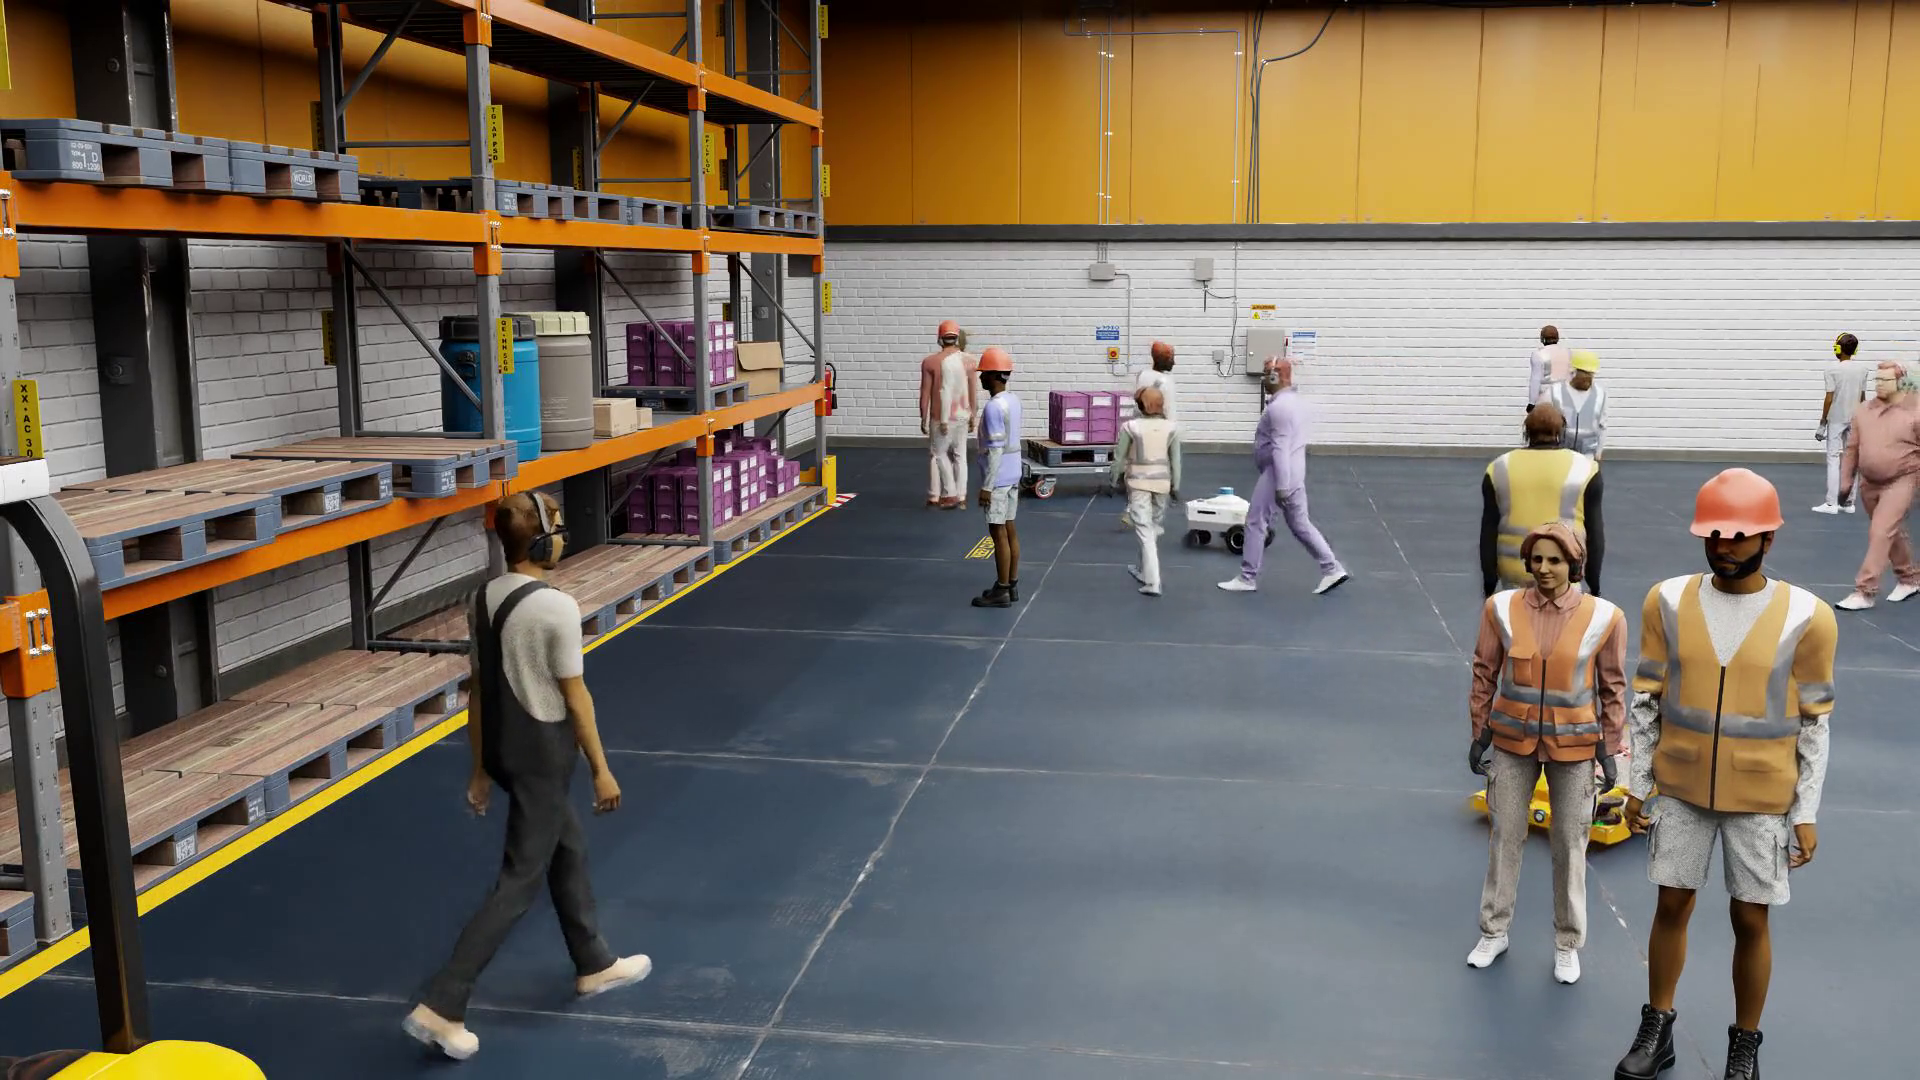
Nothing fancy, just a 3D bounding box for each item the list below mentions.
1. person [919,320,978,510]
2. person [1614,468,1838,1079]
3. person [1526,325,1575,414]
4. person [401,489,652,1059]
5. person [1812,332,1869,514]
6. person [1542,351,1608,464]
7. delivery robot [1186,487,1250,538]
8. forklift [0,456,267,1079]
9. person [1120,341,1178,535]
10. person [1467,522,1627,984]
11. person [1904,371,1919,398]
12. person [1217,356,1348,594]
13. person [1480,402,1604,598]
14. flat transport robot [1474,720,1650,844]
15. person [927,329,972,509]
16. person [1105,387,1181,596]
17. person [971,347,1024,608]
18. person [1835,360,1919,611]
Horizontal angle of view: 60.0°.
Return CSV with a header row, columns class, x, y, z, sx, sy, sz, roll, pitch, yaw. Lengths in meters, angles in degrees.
class,x,y,z,sx,sy,sz,roll,pitch,yaw
person,-0.123,-1.303,17.466,0.622,1.986,0.412,-2,9,-10
person,2.270,0.746,4.967,0.552,1.935,0.373,7,11,35
person,7.224,-1.715,20.456,0.621,1.840,0.430,-4,10,-23
person,-1.448,0.739,5.435,0.511,1.814,0.955,9,13,44
person,9.090,-1.200,17.177,0.513,1.872,0.331,-2,9,-11
person,5.458,-0.781,14.836,0.615,1.776,0.912,2,9,13
delivery robot,2.395,-0.228,14.938,0.707,0.478,0.477,6,11,33
forklift,-2.328,0.975,2.765,2.313,2.155,1.214,1,9,9
person,1.836,-0.949,15.689,0.391,1.855,0.683,-3,10,-20
person,2.067,0.744,5.892,0.522,1.639,0.309,5,10,28
person,11.467,-1.473,19.790,0.504,1.559,0.928,0,9,1
person,2.546,-0.494,12.863,0.968,1.858,0.641,5,10,28
person,3.079,0.173,8.892,0.618,1.814,0.788,6,11,33
flat transport robot,3.107,1.110,7.845,1.431,0.197,0.652,-8,12,-41
person,-0.110,-1.269,17.520,0.477,1.904,0.659,3,10,18
person,1.432,-0.396,13.047,0.530,1.600,0.850,-3,10,-20
person,0.270,-0.461,12.405,0.361,1.940,0.543,3,10,19
person,6.927,-0.415,12.415,0.977,1.851,0.663,-4,10,-23
